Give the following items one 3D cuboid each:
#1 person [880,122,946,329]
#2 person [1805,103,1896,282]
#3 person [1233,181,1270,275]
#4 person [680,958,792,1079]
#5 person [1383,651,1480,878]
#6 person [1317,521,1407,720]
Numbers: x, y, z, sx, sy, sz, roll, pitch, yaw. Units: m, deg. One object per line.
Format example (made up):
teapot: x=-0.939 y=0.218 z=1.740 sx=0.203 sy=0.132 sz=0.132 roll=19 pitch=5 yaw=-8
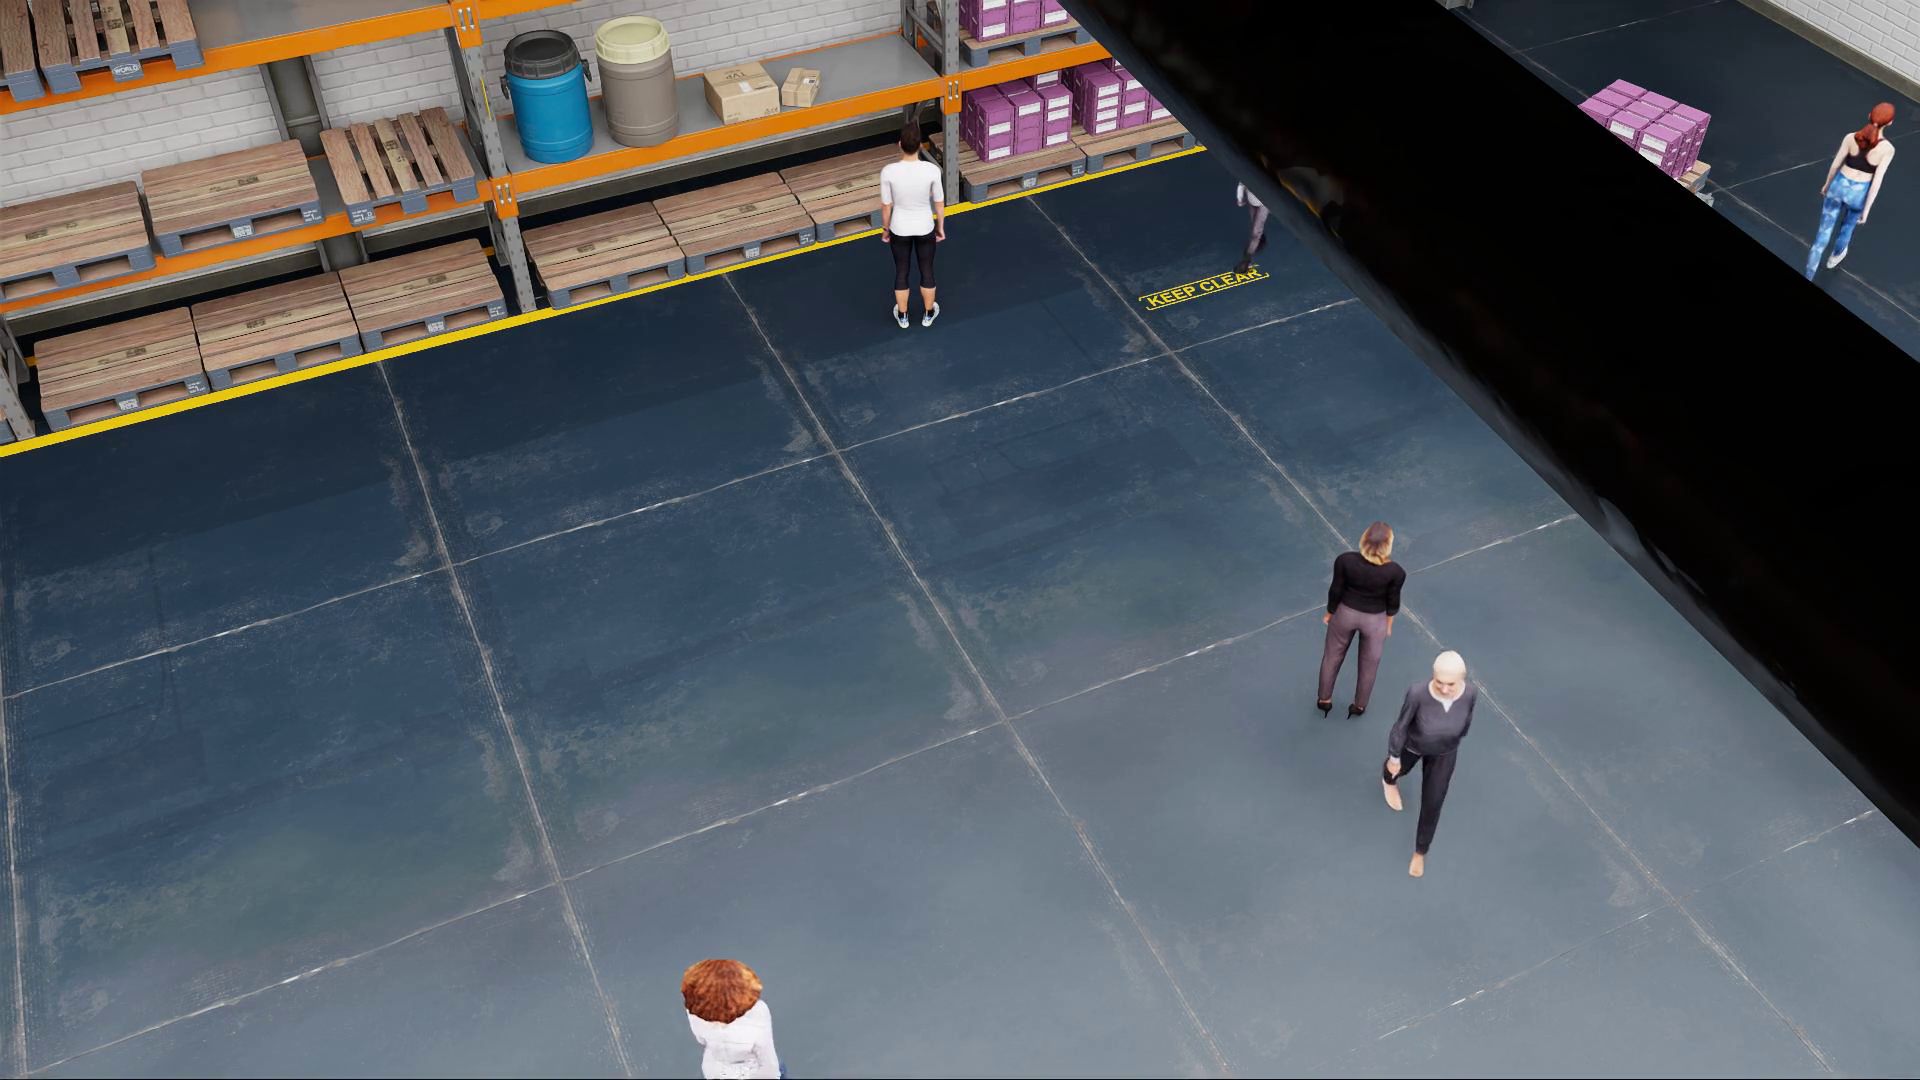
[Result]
person: x=-0.385 y=-2.546 z=13.534 sx=0.641 sy=1.852 sz=0.807 roll=-2 pitch=44 yaw=-2
person: x=7.331 y=-2.766 z=13.840 sx=0.933 sy=1.748 sz=1.190 roll=29 pitch=51 yaw=27
person: x=2.623 y=-2.956 z=14.408 sx=0.675 sy=1.241 sz=0.904 roll=34 pitch=53 yaw=30
person: x=-1.118 y=2.663 z=8.171 sx=0.743 sy=1.708 sz=0.802 roll=15 pitch=46 yaw=15
person: x=2.747 y=1.119 z=9.806 sx=1.085 sy=1.688 sz=1.019 roll=-1 pitch=44 yaw=-1
person: x=2.498 y=0.528 z=10.439 sx=0.670 sy=1.671 sz=0.736 roll=13 pitch=45 yaw=13
